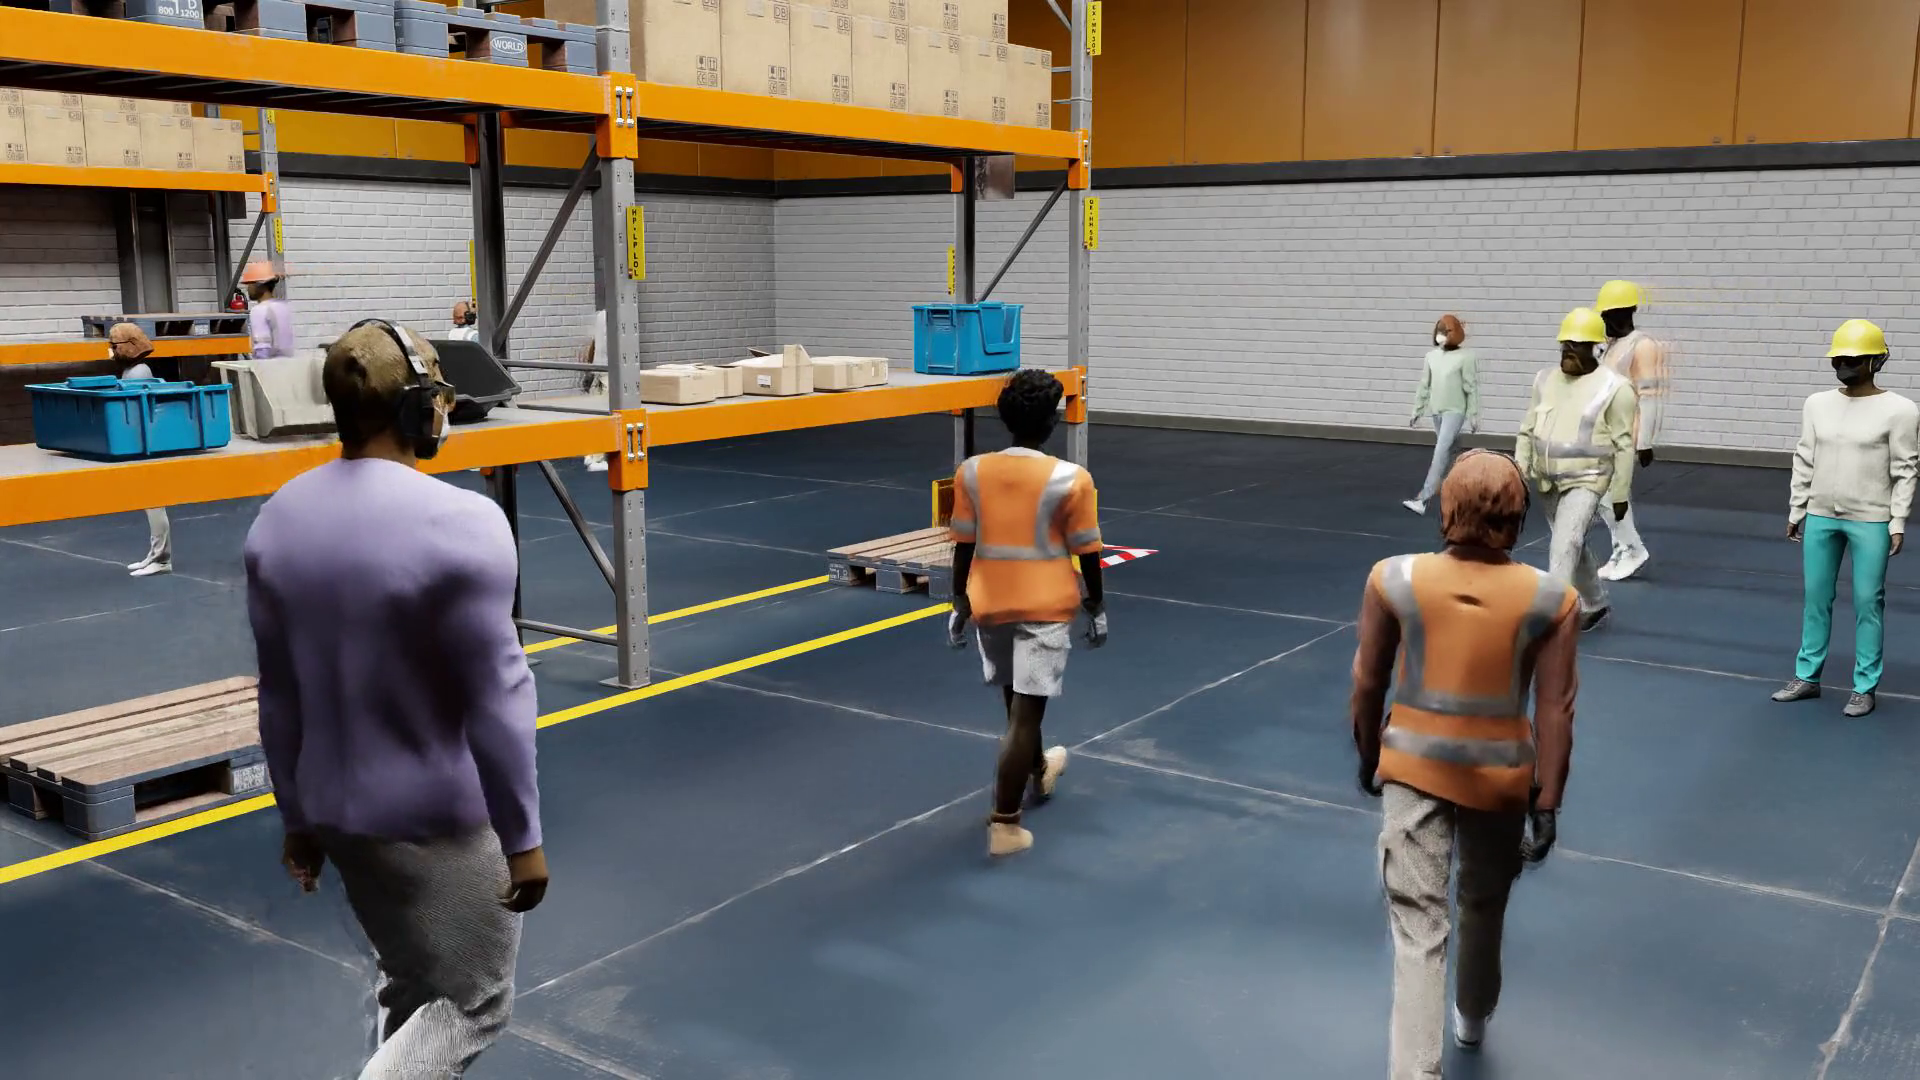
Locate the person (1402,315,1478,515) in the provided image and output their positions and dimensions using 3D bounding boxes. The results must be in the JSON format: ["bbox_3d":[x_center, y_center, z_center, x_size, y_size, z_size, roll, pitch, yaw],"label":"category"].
[{"bbox_3d":[3.837,-0.993,13.276,0.844,1.583,0.525,-5,11,-29],"label":"person"}]

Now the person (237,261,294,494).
[{"bbox_3d":[-5.993,-1.380,14.321,0.695,2.015,0.638,1,10,4],"label":"person"}]

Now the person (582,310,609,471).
[{"bbox_3d":[-3.378,-1.572,16.021,0.498,1.829,0.544,-7,12,-36],"label":"person"}]

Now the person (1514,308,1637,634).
[{"bbox_3d":[3.238,-0.328,8.771,0.939,1.790,0.591,-6,11,-30],"label":"person"}]

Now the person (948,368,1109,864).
[{"bbox_3d":[0.283,0.229,5.824,0.540,1.644,0.872,6,11,31],"label":"person"}]

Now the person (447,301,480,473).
[{"bbox_3d":[-4.728,-1.465,15.953,0.515,1.641,0.314,8,13,41],"label":"person"}]

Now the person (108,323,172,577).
[{"bbox_3d":[-5.290,-0.581,10.736,0.277,1.628,0.500,-5,11,-26],"label":"person"}]

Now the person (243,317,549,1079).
[{"bbox_3d":[-1.112,0.538,3.197,0.639,1.924,0.743,6,11,30],"label":"person"}]

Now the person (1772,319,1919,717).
[{"bbox_3d":[3.955,-0.096,7.428,0.326,1.767,0.533,-7,12,-34],"label":"person"}]

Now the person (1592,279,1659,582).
[{"bbox_3d":[4.138,-0.676,10.468,0.425,1.905,0.587,1,10,5],"label":"person"}]

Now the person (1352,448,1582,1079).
[{"bbox_3d":[1.184,0.578,3.961,0.509,1.590,0.903,2,10,14],"label":"person"}]
